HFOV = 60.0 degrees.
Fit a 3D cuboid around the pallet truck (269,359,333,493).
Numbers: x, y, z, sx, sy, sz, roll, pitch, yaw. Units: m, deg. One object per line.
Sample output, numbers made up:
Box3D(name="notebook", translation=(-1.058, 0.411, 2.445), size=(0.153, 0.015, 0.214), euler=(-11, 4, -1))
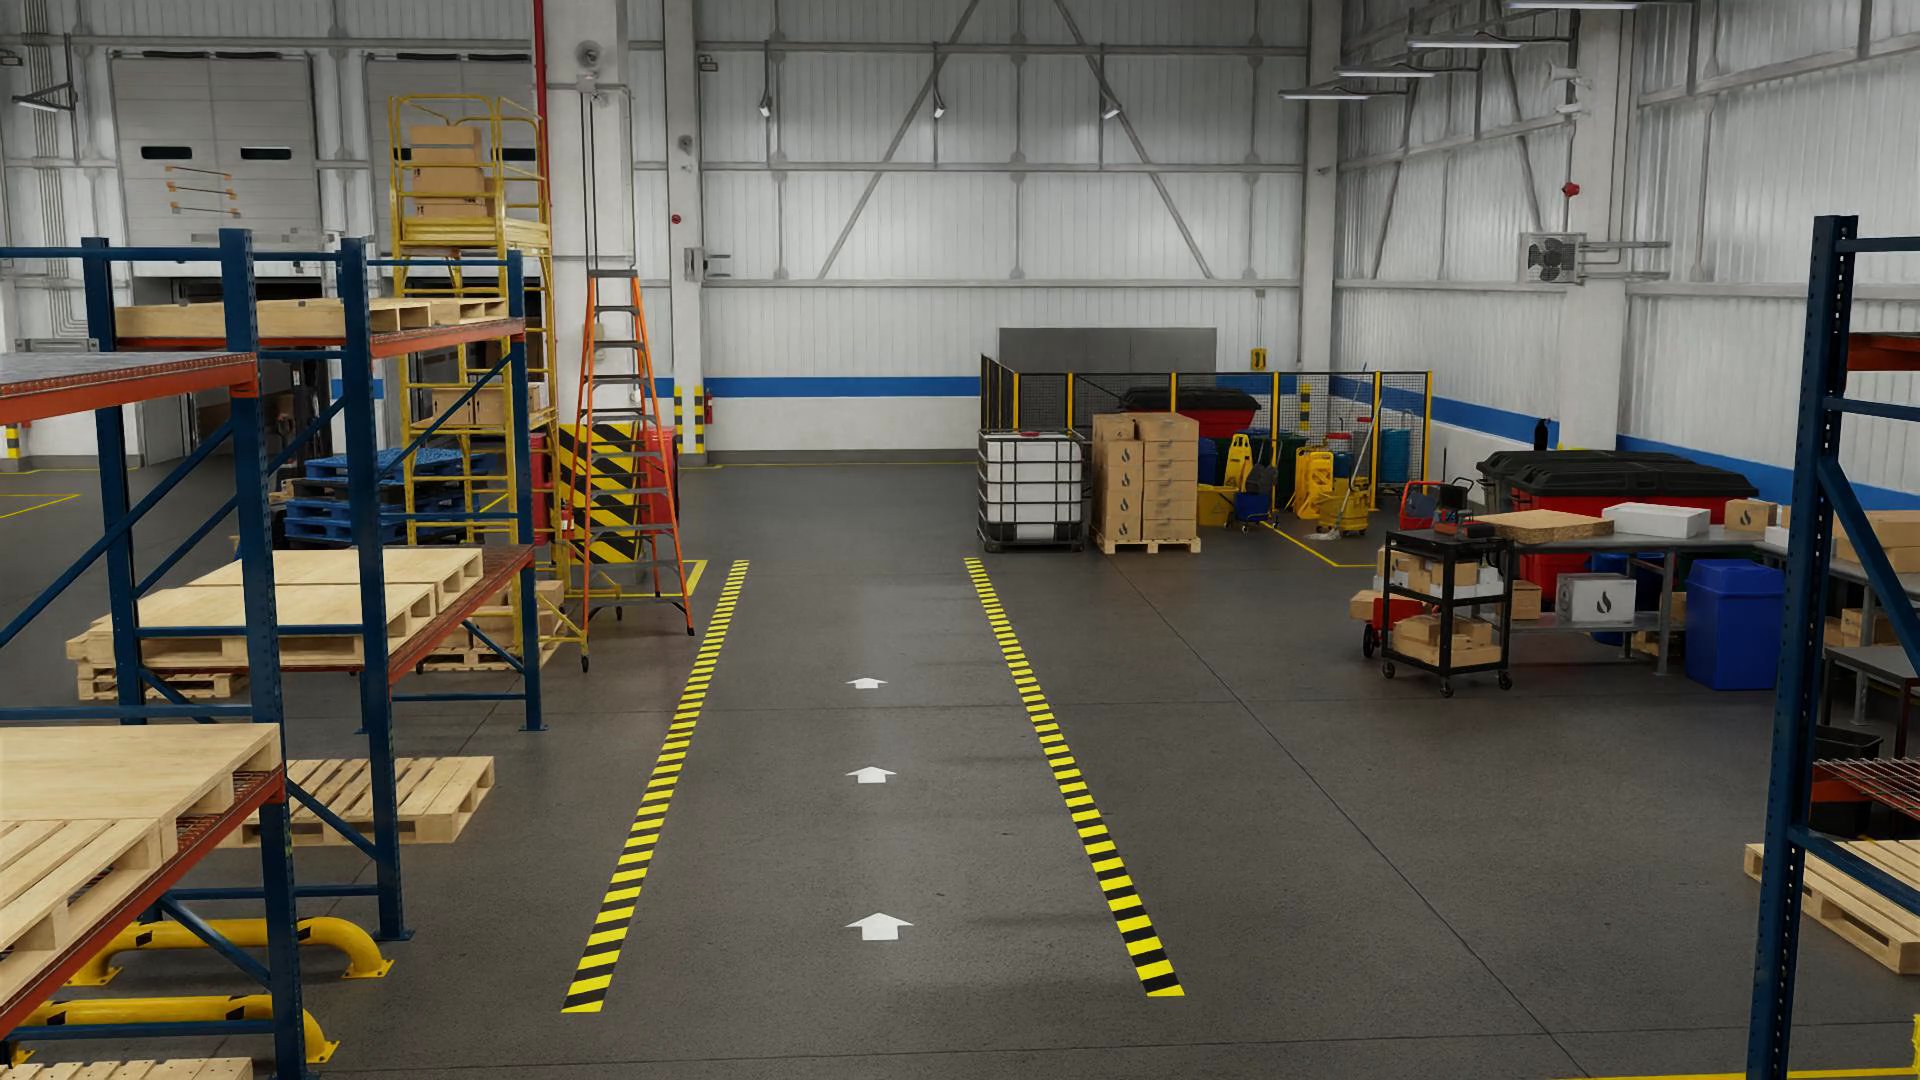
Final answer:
Box3D(name="pallet truck", translation=(-7.062, -1.131, 18.996), size=(1.885, 1.965, 0.823), euler=(2, 9, 13))
